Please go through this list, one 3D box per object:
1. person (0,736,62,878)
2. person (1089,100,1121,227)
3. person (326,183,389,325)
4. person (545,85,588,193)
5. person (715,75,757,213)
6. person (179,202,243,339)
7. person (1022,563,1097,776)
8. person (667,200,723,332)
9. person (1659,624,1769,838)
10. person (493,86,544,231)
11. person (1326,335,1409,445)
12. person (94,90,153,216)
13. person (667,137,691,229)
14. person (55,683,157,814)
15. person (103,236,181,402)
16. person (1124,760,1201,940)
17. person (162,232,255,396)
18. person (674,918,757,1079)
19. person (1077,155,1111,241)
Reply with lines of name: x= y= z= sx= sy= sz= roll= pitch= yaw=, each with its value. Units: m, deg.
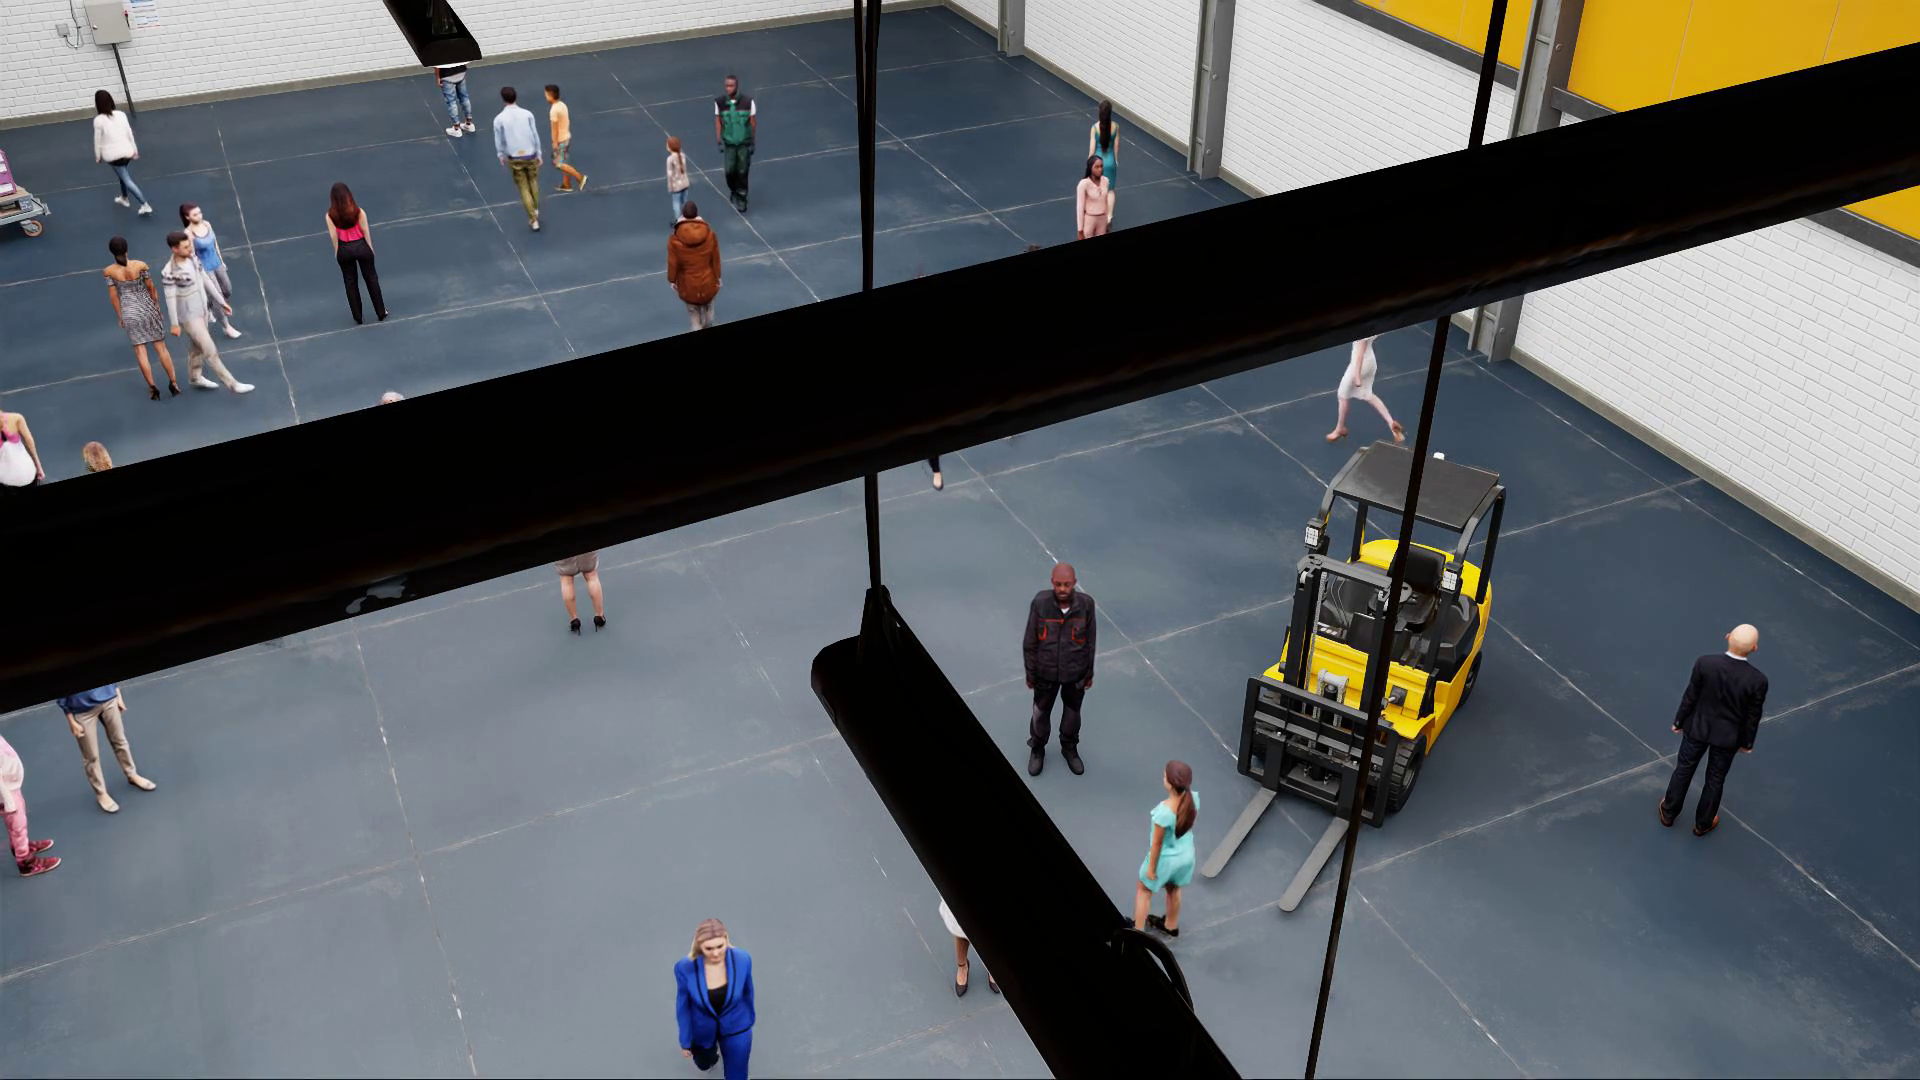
person: x=-6.678 y=1.701 z=11.577 sx=0.623 sy=1.445 sz=0.463 roll=-17 pitch=37 yaw=-23
person: x=1.817 y=-4.752 z=21.069 sx=0.596 sy=1.685 sz=0.559 roll=-6 pitch=34 yaw=-9
person: x=-6.851 y=-3.252 z=18.829 sx=0.618 sy=1.666 sz=0.565 roll=-8 pitch=35 yaw=-12
person: x=-5.240 y=-5.321 z=22.137 sx=0.838 sy=1.450 sz=0.805 roll=3 pitch=34 yaw=5
person: x=-2.876 y=-5.170 z=21.573 sx=0.812 sy=1.822 sz=0.861 roll=0 pitch=34 yaw=-1
person: x=-8.419 y=-3.022 z=18.545 sx=0.917 sy=1.596 sz=0.862 roll=11 pitch=35 yaw=16
person: x=0.745 y=0.931 z=12.392 sx=0.785 sy=1.825 sz=0.746 roll=-2 pitch=34 yaw=-3
person: x=-2.804 y=-2.728 z=17.905 sx=0.706 sy=1.816 sz=0.910 roll=-14 pitch=36 yaw=-20
person: x=5.347 y=1.343 z=11.795 sx=0.730 sy=1.800 sz=0.841 roll=19 pitch=38 yaw=26
person: x=-5.535 y=-4.799 z=21.049 sx=0.683 sy=1.786 sz=0.937 roll=-15 pitch=36 yaw=-21
person: x=4.035 y=-1.633 z=16.304 sx=1.114 sy=1.764 sz=0.902 roll=21 pitch=39 yaw=28
person: x=-10.817 y=-4.959 z=21.453 sx=1.135 sy=1.604 sz=1.010 roll=16 pitch=37 yaw=22
person: x=-3.576 y=-4.549 z=21.211 sx=0.584 sy=1.189 sz=0.557 roll=24 pitch=40 yaw=31
person: x=-6.304 y=1.218 z=12.075 sx=0.735 sy=1.698 sz=0.710 roll=19 pitch=38 yaw=26
person: x=-8.500 y=-2.298 z=17.252 sx=0.584 sy=1.822 sz=0.512 roll=-15 pitch=36 yaw=-21
person: x=1.430 y=2.076 z=10.915 sx=0.592 sy=1.553 sz=0.654 roll=-22 pitch=39 yaw=-29
person: x=-8.078 y=-2.366 z=17.354 sx=1.135 sy=1.822 sz=1.177 roll=4 pitch=34 yaw=6
person: x=-1.433 y=2.797 z=9.717 sx=0.783 sy=1.678 sz=1.132 roll=-7 pitch=34 yaw=-10
person: x=1.534 y=-3.651 z=19.379 sx=0.660 sy=1.721 sz=0.601 roll=-22 pitch=40 yaw=-30
